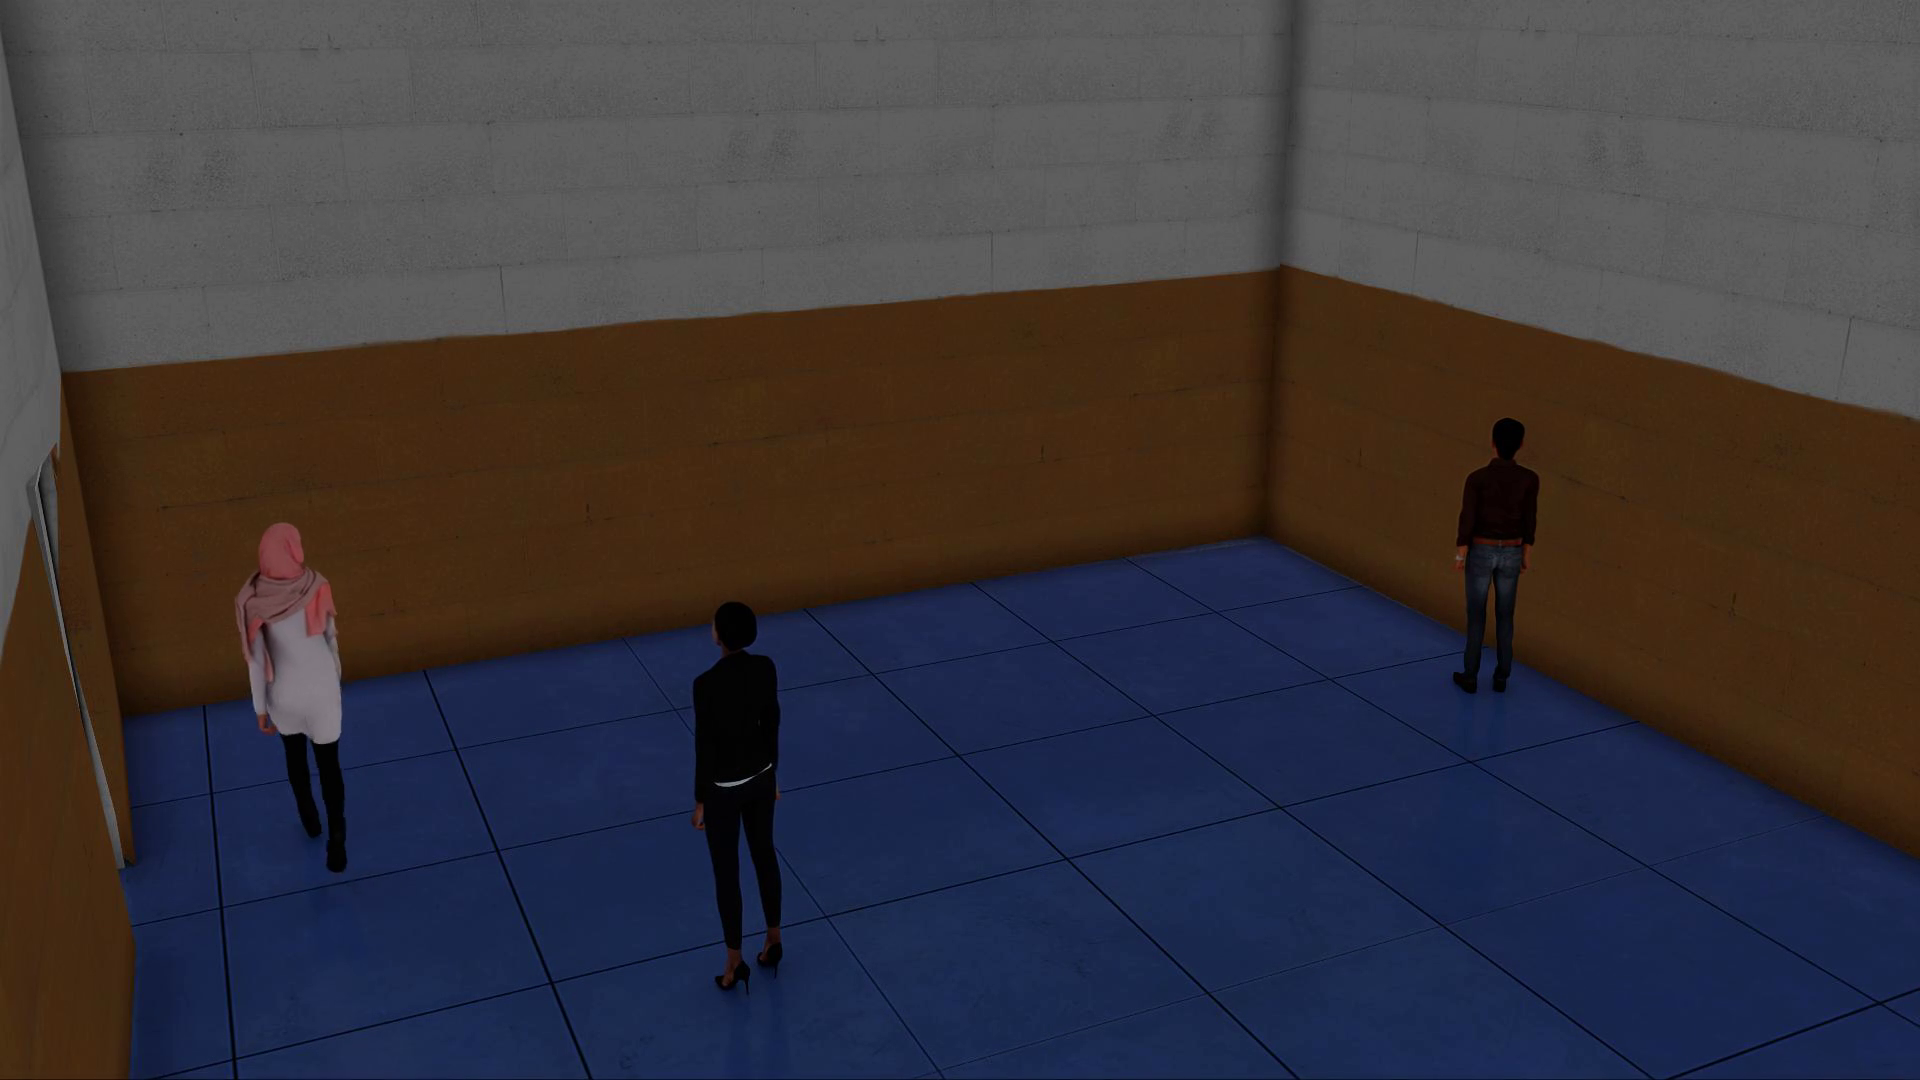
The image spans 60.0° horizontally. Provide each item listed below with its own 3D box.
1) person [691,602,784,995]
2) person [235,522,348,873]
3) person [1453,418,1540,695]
[{"bbox_3d":[-0.971,1.127,7.308,0.558,1.834,0.725,-16,24,-40],"label":"person"},{"bbox_3d":[-3.268,0.818,8.326,1.103,1.770,0.702,-10,21,-26],"label":"person"},{"bbox_3d":[3.357,0.103,10.426,0.623,1.782,0.775,0,19,0],"label":"person"}]
